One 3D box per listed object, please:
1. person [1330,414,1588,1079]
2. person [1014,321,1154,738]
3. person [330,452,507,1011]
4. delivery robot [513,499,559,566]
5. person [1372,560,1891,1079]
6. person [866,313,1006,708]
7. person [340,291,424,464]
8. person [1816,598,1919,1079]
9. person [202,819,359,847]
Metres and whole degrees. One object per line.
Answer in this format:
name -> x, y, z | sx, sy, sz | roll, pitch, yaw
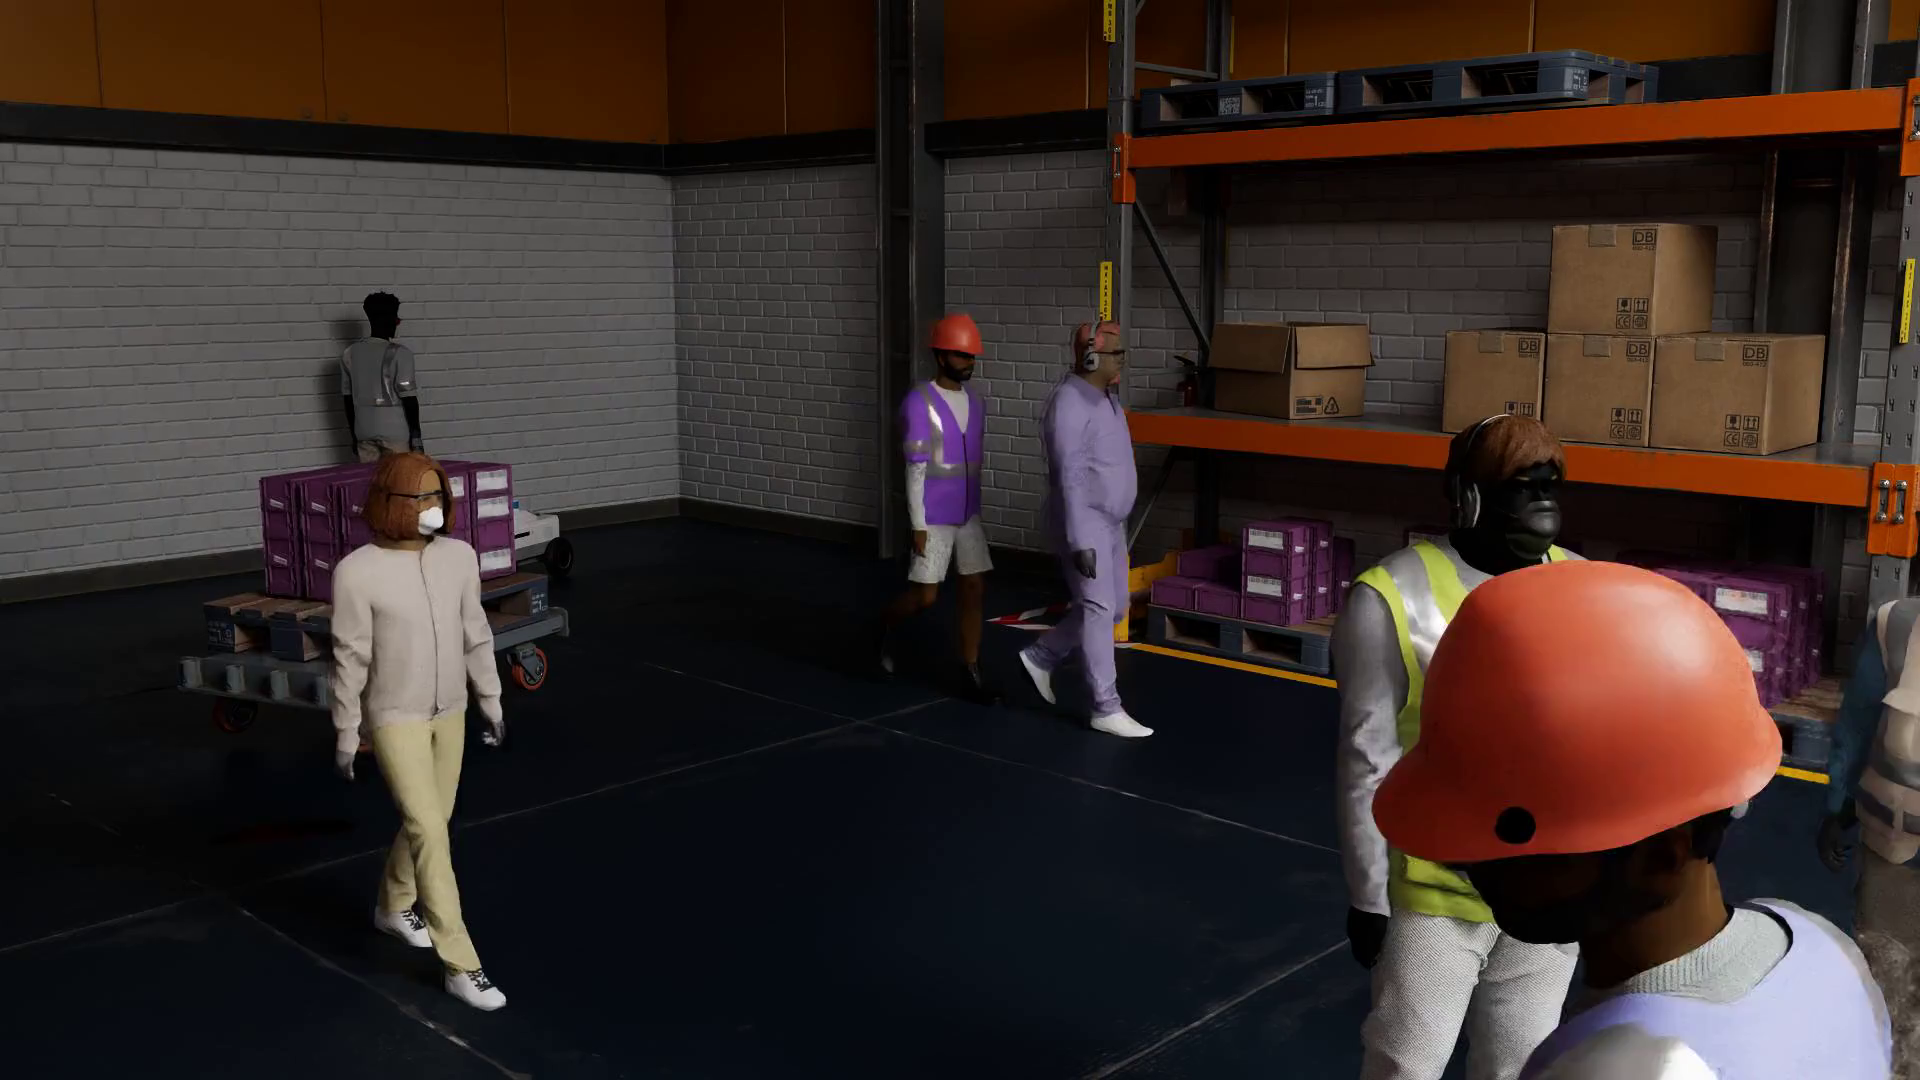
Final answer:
person -> 1.037, 0.673, 3.289 | 0.625, 1.846, 0.429 | -3, 10, -17
person -> 0.579, -0.054, 7.606 | 0.672, 1.891, 0.670 | 4, 10, 22
person -> -1.599, 0.527, 4.948 | 0.772, 1.599, 0.517 | 6, 11, 33
delivery robot -> -3.032, -0.030, 11.256 | 0.477, 0.478, 0.707 | 3, 10, 21
person -> 0.538, 0.939, 1.495 | 0.614, 1.895, 0.593 | 9, 13, 44
person -> -0.124, -0.155, 8.172 | 0.555, 1.915, 0.781 | -8, 12, -41
person -> -4.003, -0.745, 11.604 | 0.613, 1.964, 0.361 | 4, 10, 21
person -> 2.200, 0.731, 3.682 | 0.324, 1.611, 0.597 | -6, 11, -34
person -> -0.289, 0.997, 0.917 | 0.535, 1.969, 0.662 | 8, 12, 41
